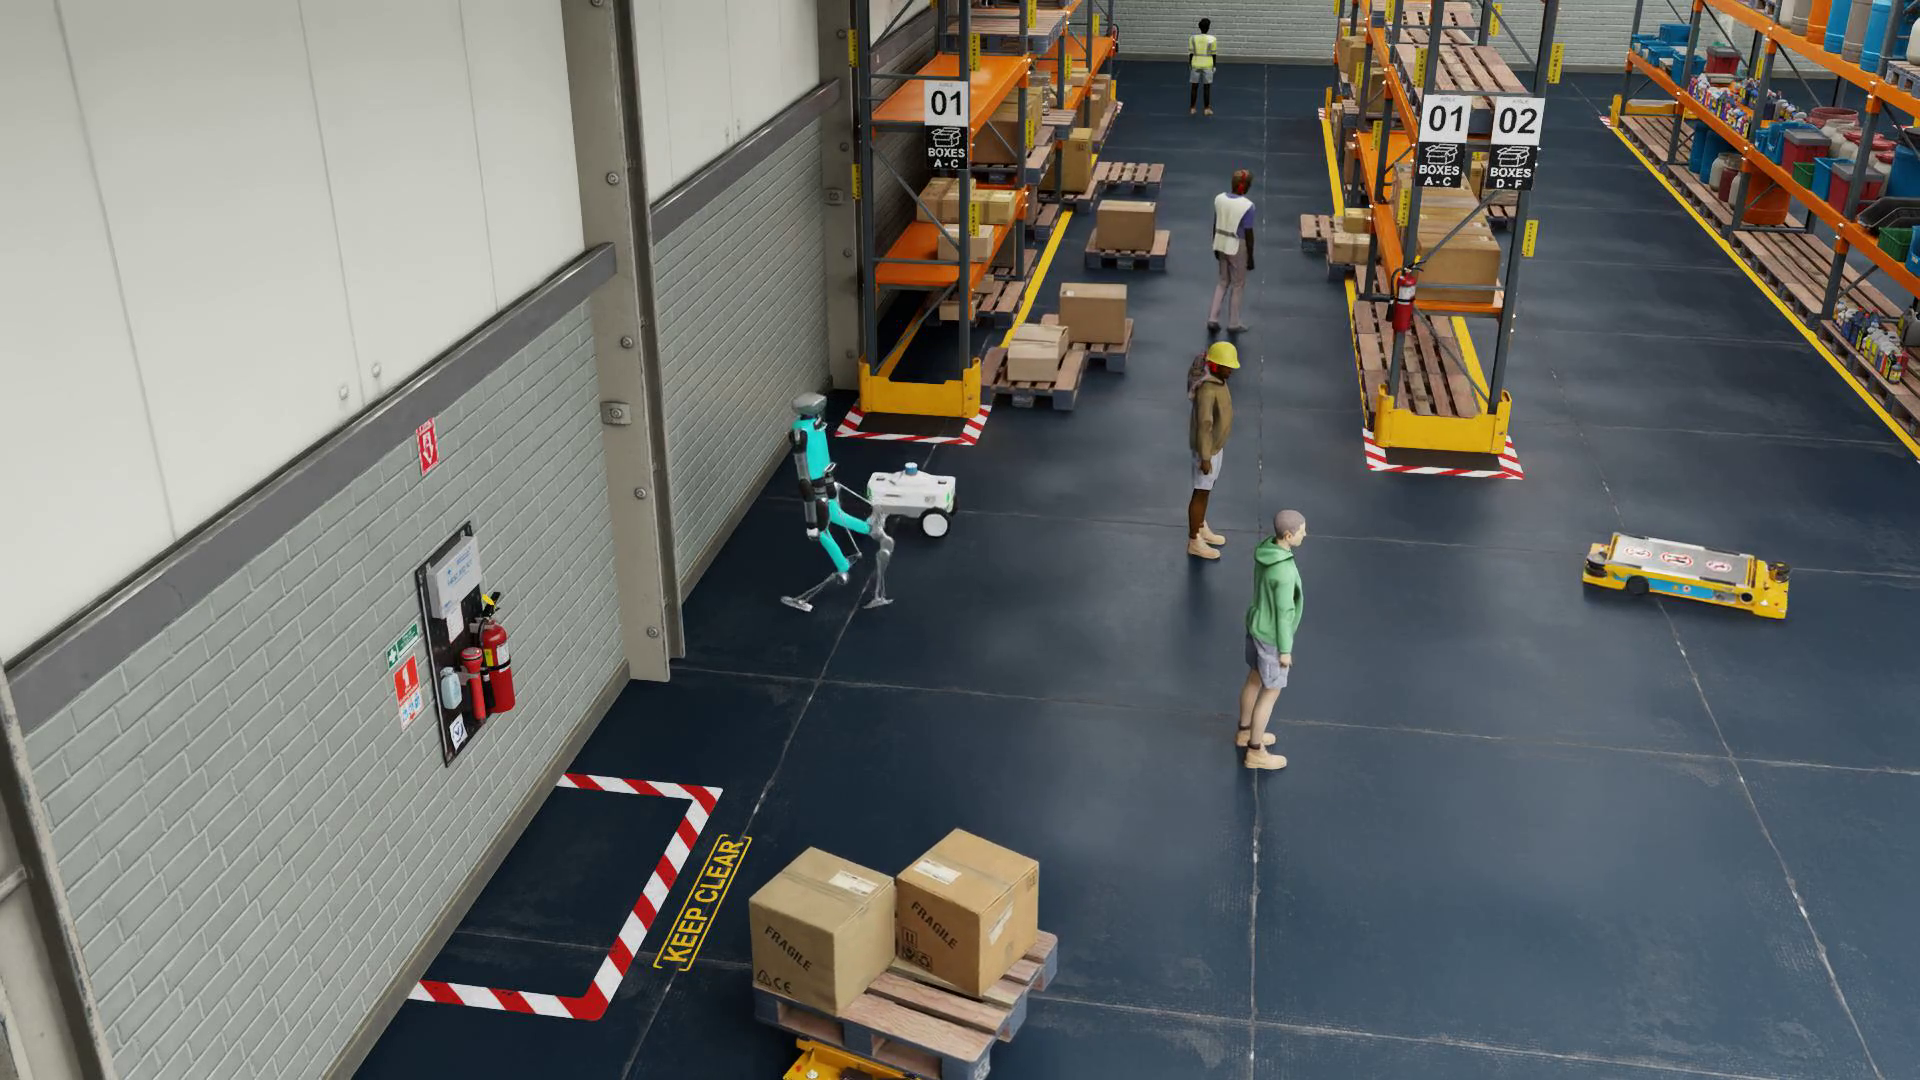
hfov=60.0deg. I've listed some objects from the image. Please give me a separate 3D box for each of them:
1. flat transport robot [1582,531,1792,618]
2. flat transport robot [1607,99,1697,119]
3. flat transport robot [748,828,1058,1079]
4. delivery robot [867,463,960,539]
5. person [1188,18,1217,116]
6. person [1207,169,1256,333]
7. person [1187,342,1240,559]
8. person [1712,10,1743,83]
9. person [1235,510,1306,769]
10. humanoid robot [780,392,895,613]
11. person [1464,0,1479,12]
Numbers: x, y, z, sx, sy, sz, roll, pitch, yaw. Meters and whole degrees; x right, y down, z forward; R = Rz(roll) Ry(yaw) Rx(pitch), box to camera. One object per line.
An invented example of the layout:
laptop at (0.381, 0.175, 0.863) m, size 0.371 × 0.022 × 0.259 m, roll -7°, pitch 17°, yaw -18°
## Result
flat transport robot at (5.591, 0.260, 12.802) m, size 1.431 × 0.231 × 0.659 m, roll 11°, pitch 27°, yaw 23°
flat transport robot at (12.483, -7.765, 29.977) m, size 1.431 × 0.231 × 0.659 m, roll 4°, pitch 25°, yaw 9°
flat transport robot at (-0.241, 2.337, 8.356) m, size 0.659 × 0.231 × 1.431 m, roll 12°, pitch 28°, yaw 24°
delivery robot at (-0.372, -0.334, 13.758) m, size 0.803 × 0.614 × 0.499 m, roll 3°, pitch 25°, yaw 7°
person at (4.345, -8.476, 29.814) m, size 0.532 × 1.693 × 0.320 m, roll 12°, pitch 27°, yaw 23°
person at (2.999, -3.160, 18.290) m, size 0.426 × 1.850 × 0.575 m, roll -17°, pitch 30°, yaw -32°
person at (1.968, -0.734, 13.172) m, size 0.414 × 1.755 × 0.544 m, roll 9°, pitch 27°, yaw 19°
person at (14.941, -9.734, 32.469) m, size 0.775 × 1.726 × 0.558 m, roll -2°, pitch 25°, yaw -4°
person at (1.929, 0.607, 10.334) m, size 0.317 × 1.736 × 0.478 m, roll -4°, pitch 25°, yaw -8°
humanoid robot at (-0.815, -0.205, 12.116) m, size 1.035 × 1.750 × 0.533 m, roll 6°, pitch 26°, yaw 12°
person at (9.449, -9.230, 31.249) m, size 0.435 × 1.849 × 0.509 m, roll 9°, pitch 26°, yaw 18°
